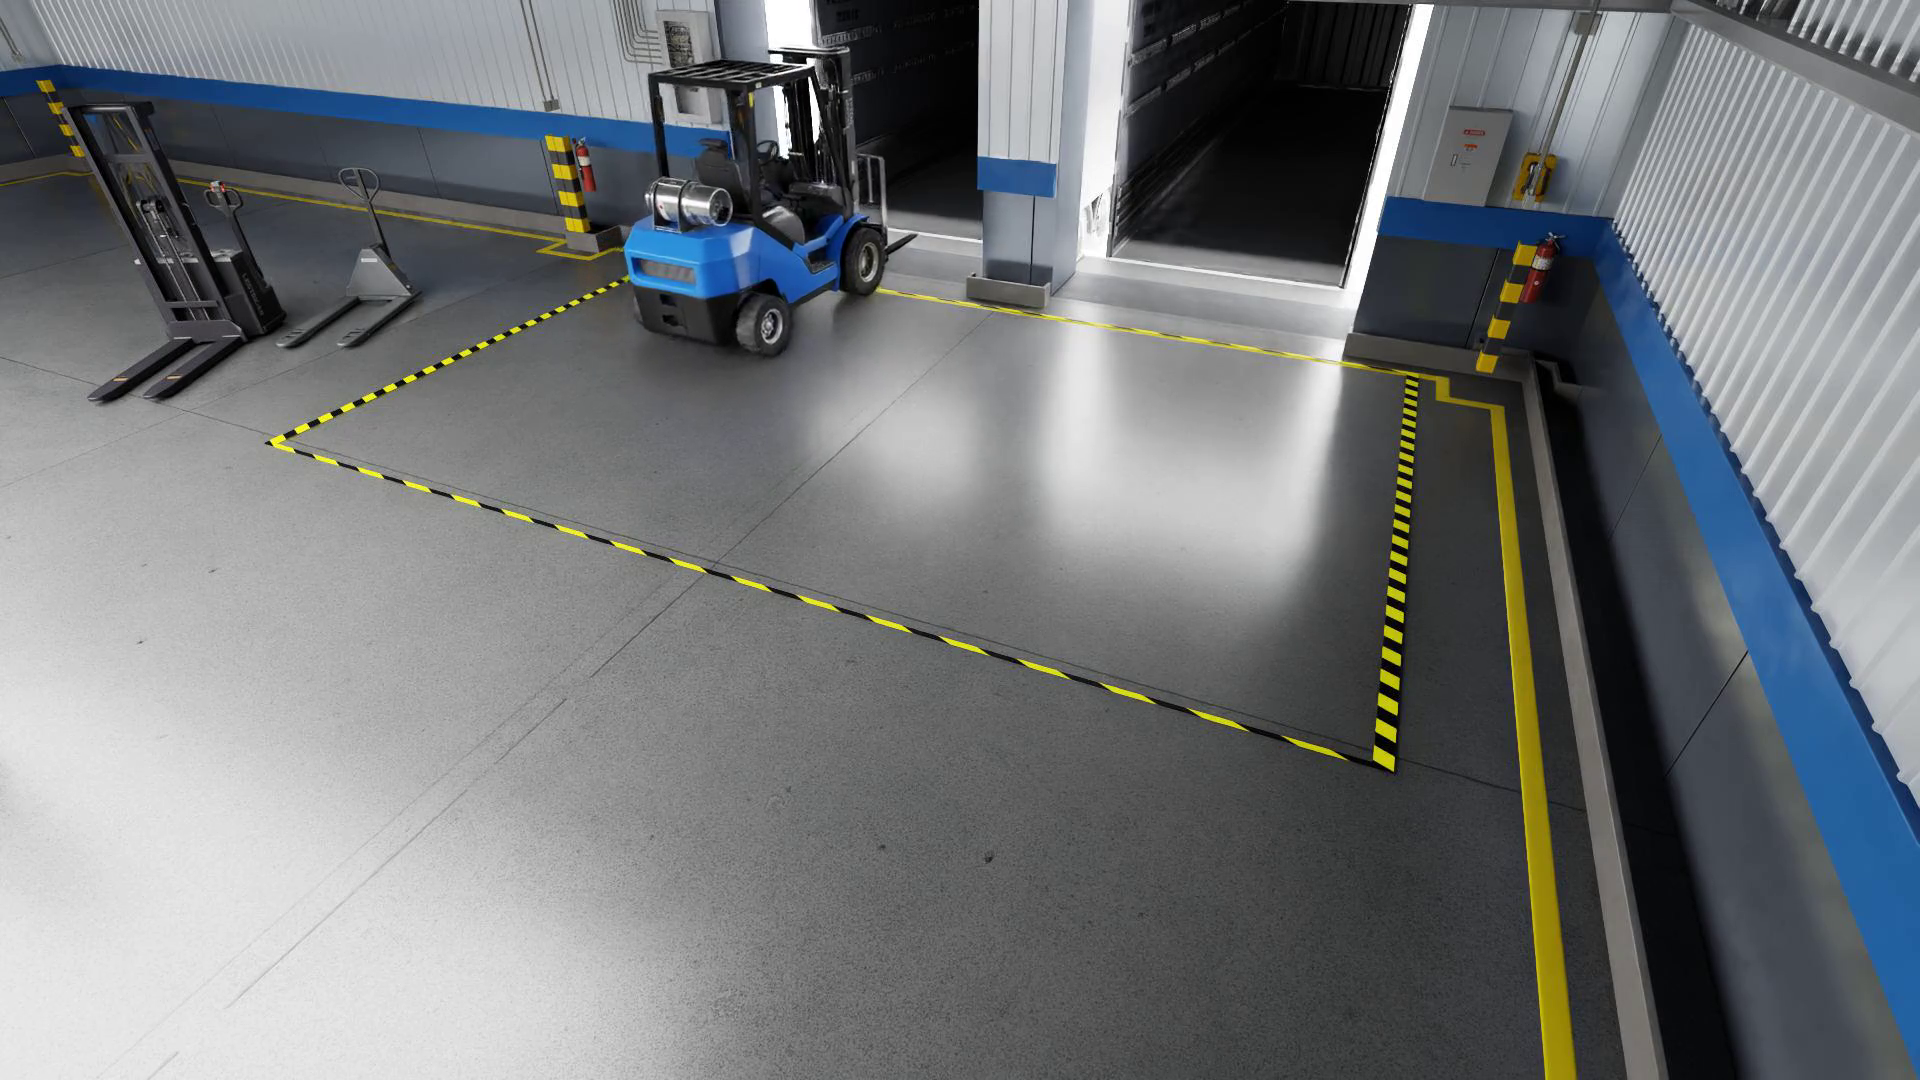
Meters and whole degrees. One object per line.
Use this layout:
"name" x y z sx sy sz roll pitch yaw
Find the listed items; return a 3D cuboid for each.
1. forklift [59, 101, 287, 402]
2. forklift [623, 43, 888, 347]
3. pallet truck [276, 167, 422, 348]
"forklift" -6.686 -2.387 7.434 0.823 1.965 1.885 -3 35 -5
"forklift" -1.836 -3.191 8.269 1.157 2.036 2.680 16 38 21
"pallet truck" -5.732 -2.611 8.414 0.680 1.201 1.601 -1 35 -1
